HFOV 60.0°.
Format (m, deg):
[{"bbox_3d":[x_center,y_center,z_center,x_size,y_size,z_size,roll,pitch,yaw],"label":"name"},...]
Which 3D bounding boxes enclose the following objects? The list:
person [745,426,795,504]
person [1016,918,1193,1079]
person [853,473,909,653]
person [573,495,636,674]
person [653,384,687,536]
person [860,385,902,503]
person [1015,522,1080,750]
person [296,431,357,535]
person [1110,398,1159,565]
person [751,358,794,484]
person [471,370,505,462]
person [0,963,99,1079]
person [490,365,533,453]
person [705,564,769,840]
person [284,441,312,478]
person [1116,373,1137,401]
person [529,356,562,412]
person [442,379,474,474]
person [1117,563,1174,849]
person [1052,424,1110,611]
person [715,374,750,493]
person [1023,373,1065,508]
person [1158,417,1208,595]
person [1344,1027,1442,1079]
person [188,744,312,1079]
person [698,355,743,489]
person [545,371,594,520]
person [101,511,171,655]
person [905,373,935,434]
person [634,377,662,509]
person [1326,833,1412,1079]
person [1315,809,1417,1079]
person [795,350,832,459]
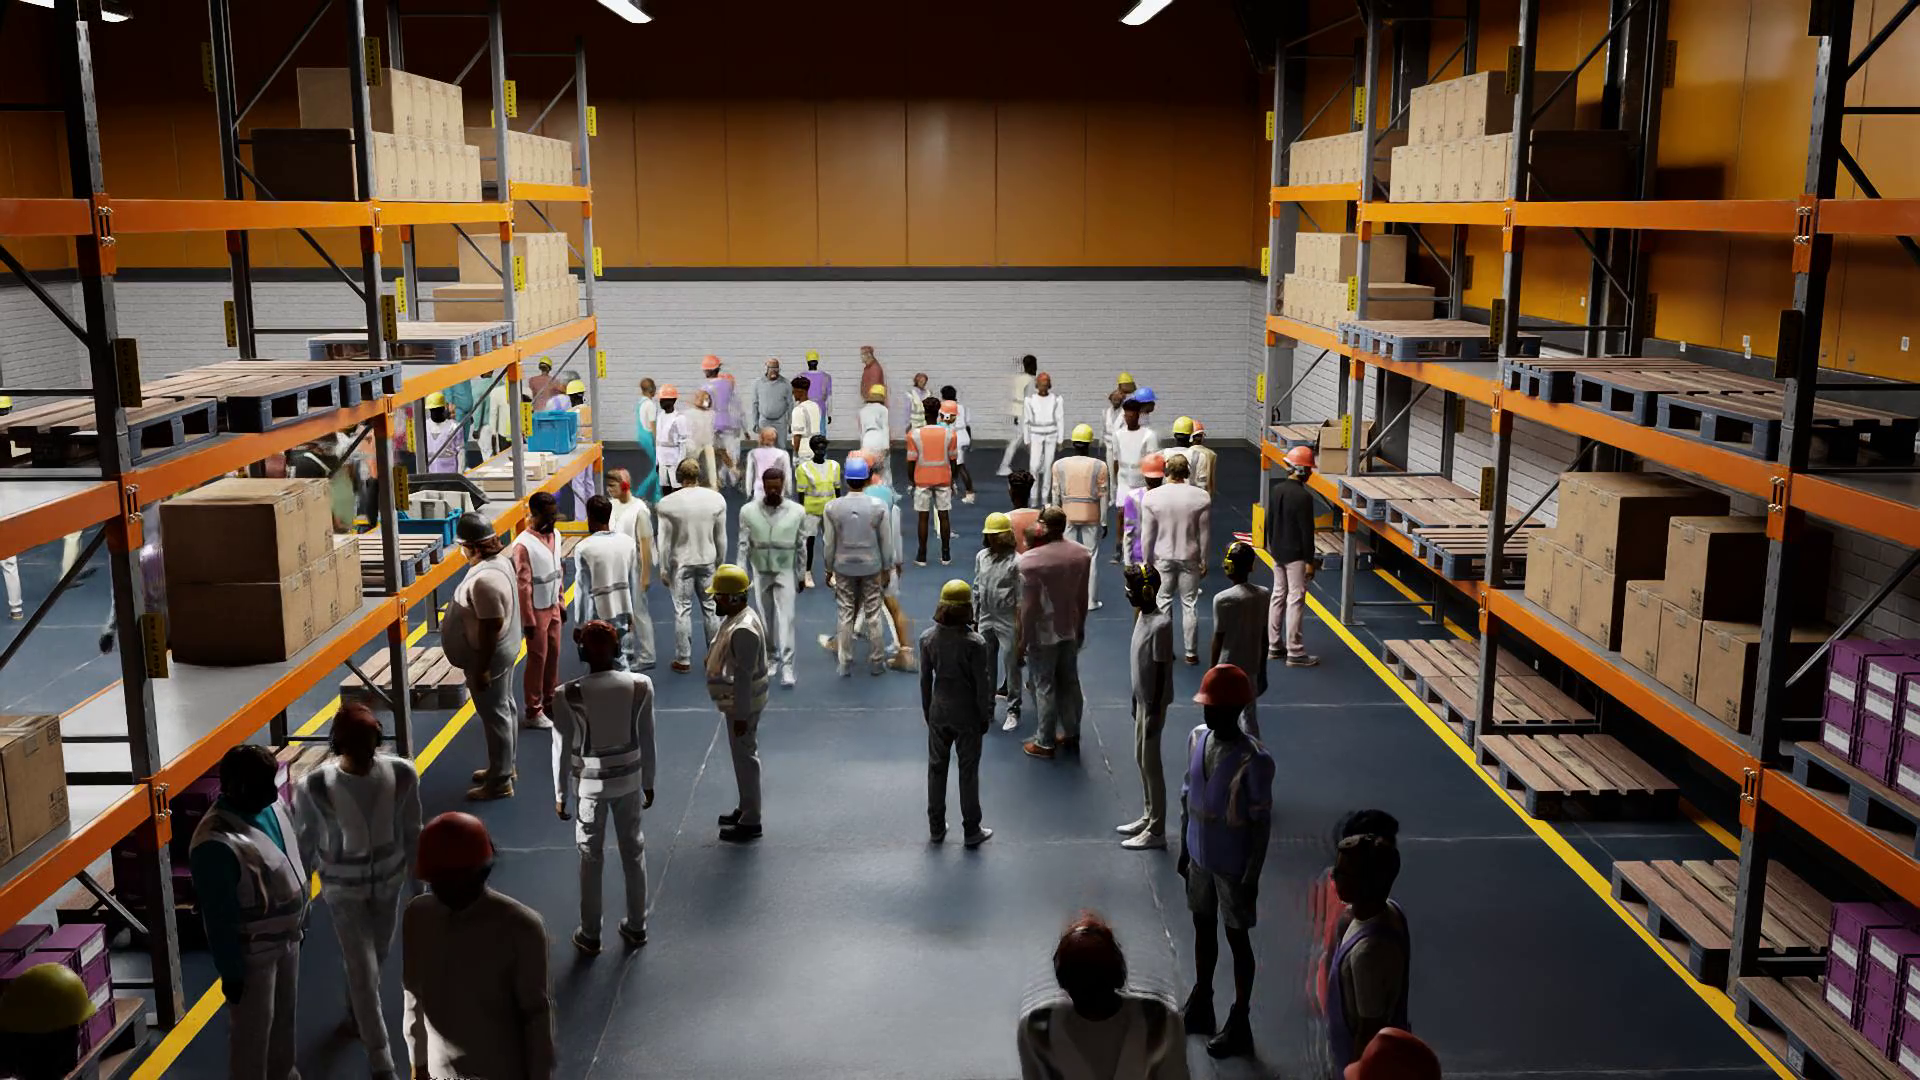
[{"bbox_3d":[-2.196,-0.511,19.242,0.543,1.626,0.374,3,12,13],"label":"person"},{"bbox_3d":[0.484,2.098,5.640,0.592,1.849,0.972,-1,11,-3],"label":"person"},{"bbox_3d":[-0.820,0.190,15.548,0.949,1.685,0.566,8,14,35],"label":"person"},{"bbox_3d":[-2.757,0.595,13.001,0.404,1.906,0.598,8,14,33],"label":"person"},{"bbox_3d":[-3.642,-0.992,20.857,0.545,1.942,0.351,10,15,41],"label":"person"},{"bbox_3d":[-1.128,-1.300,23.028,0.521,1.679,0.833,6,13,28],"label":"person"},{"bbox_3d":[0.682,0.744,12.500,0.636,1.805,0.574,-10,15,-41],"label":"person"},{"bbox_3d":[-6.348,-0.229,16.780,0.547,2.000,0.706,3,12,13],"label":"person"},{"bbox_3d":[2.076,-0.718,19.531,0.612,1.927,0.973,5,12,25],"label":"person"},{"bbox_3d":[-2.798,-1.772,24.890,0.647,1.902,0.400,-2,11,-8],"label":"person"},{"bbox_3d":[-6.847,-1.659,24.208,0.359,1.938,0.635,6,13,30],"label":"person"},{"bbox_3d":[-2.693,2.192,4.977,0.581,1.905,0.444,2,11,10],"label":"person"},{"bbox_3d":[-6.271,-1.514,23.338,0.623,1.992,0.396,-6,13,-27],"label":"person"},{"bbox_3d":[-1.463,1.052,10.920,0.404,1.824,0.586,-3,12,-14],"label":"person"},{"bbox_3d":[-8.468,-0.984,21.444,0.323,1.689,0.536,8,14,34],"label":"person"},{"bbox_3d":[2.438,-1.577,24.327,0.336,1.735,0.494,-4,12,-17],"label":"person"},{"bbox_3d":[-6.658,-2.076,26.770,0.533,1.752,0.342,-1,11,-4],"label":"person"},{"bbox_3d":[-7.688,-1.920,25.617,0.406,1.902,0.637,3,12,13],"label":"person"},{"bbox_3d":[1.198,1.067,10.764,0.351,1.856,0.520,-2,11,-8],"label":"person"},{"bbox_3d":[1.236,-0.225,17.045,0.592,1.926,0.366,2,12,12],"label":"person"},{"bbox_3d":[-3.370,-1.576,24.317,0.730,1.725,0.574,8,14,36],"label":"person"},{"bbox_3d":[1.153,-1.361,22.916,0.568,1.850,0.814,0,11,1],"label":"person"},{"bbox_3d":[2.347,-0.348,17.663,0.586,1.928,0.365,5,12,22],"label":"person"},{"bbox_3d":[1.276,2.272,4.954,0.321,1.754,0.559,8,14,35],"label":"person"},{"bbox_3d":[-3.075,1.770,7.304,0.429,1.831,0.630,1,11,3],"label":"person"},{"bbox_3d":[-3.531,-1.670,24.045,0.564,2.022,0.625,7,13,30],"label":"person"},{"bbox_3d":[-5.159,-1.282,22.060,0.689,2.000,0.948,3,12,17],"label":"person"},{"bbox_3d":[-6.212,0.678,12.628,0.641,1.897,0.424,7,13,32],"label":"person"},{"bbox_3d":[-0.597,-1.742,25.405,0.528,1.624,0.372,-4,12,-20],"label":"person"},{"bbox_3d":[-4.230,-1.311,22.769,0.500,1.813,0.602,-4,12,-20],"label":"person"},{"bbox_3d":[1.492,1.974,6.224,0.345,1.846,0.508,4,12,18],"label":"person"},{"bbox_3d":[1.720,1.925,6.875,0.573,1.677,0.540,1,11,3],"label":"person"},{"bbox_3d":[-2.289,-2.000,25.976,0.589,1.919,0.395,-2,12,-12],"label":"person"}]
